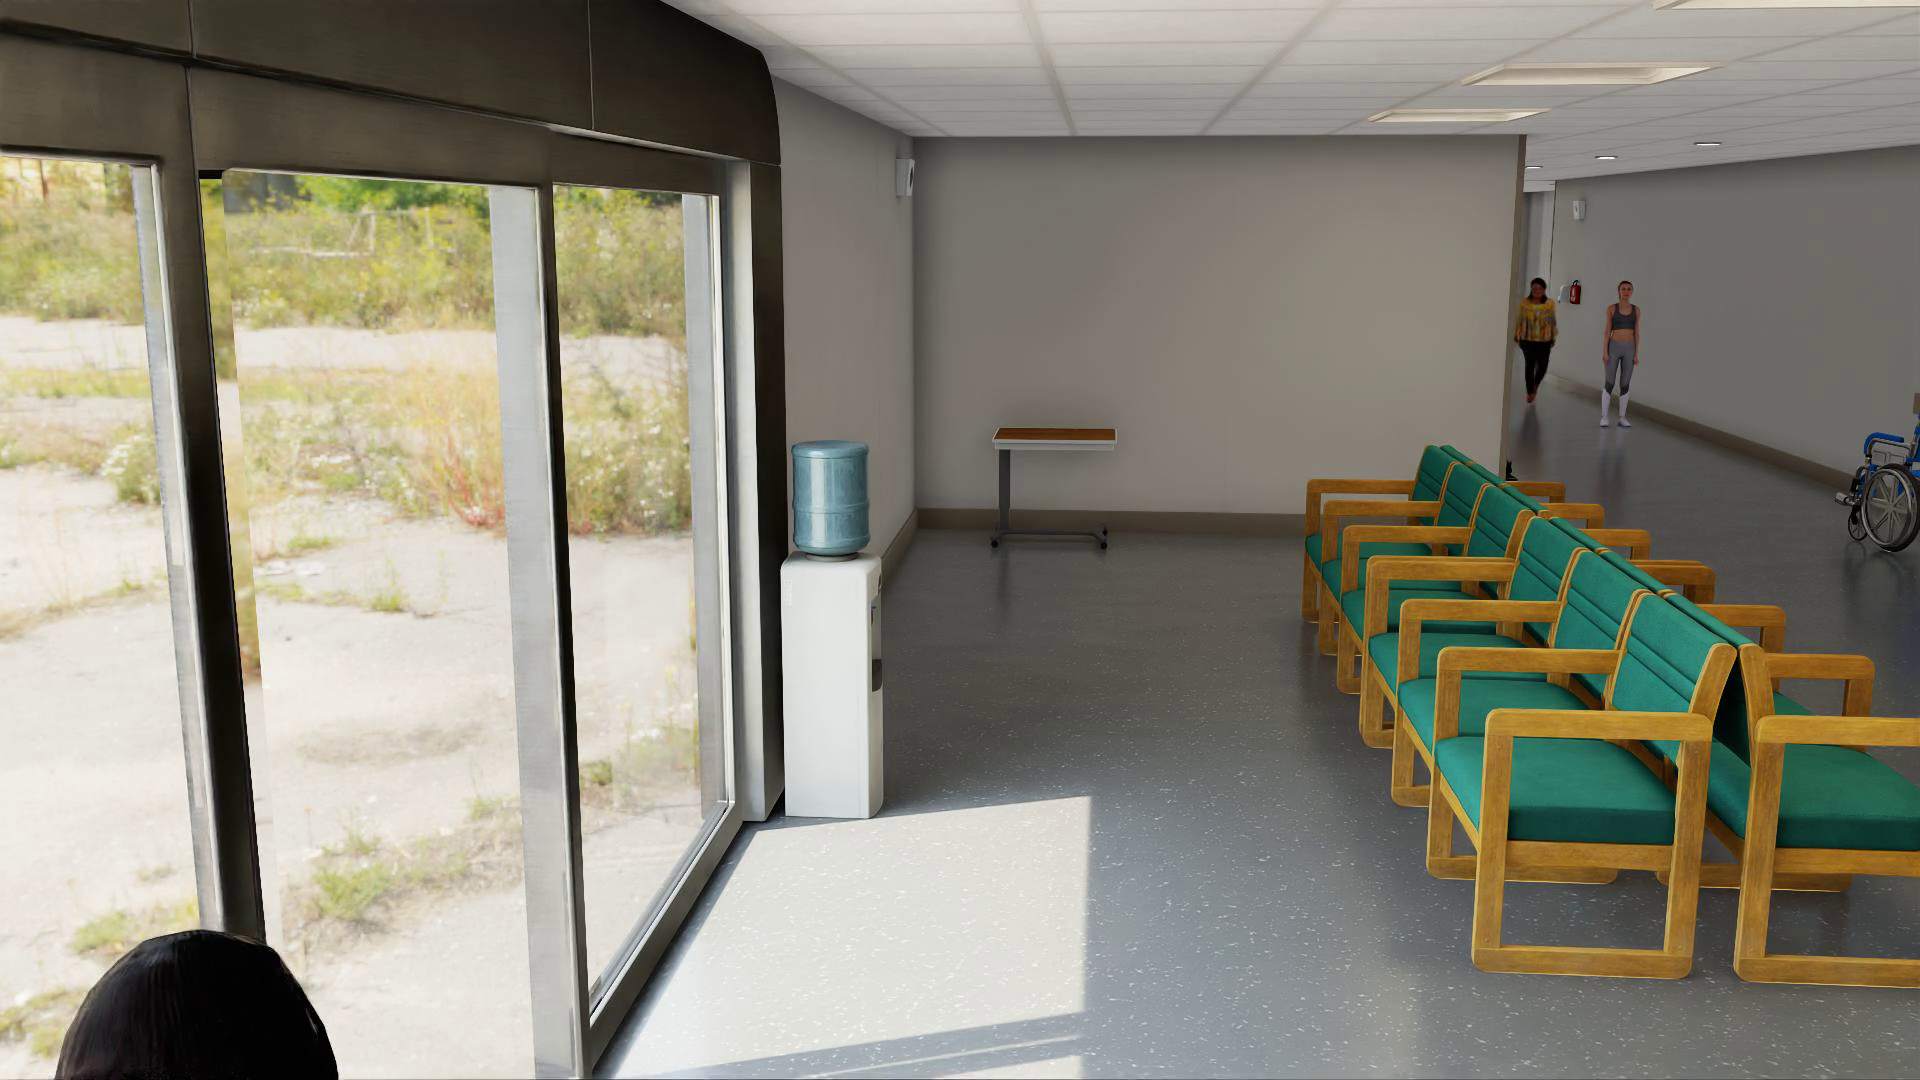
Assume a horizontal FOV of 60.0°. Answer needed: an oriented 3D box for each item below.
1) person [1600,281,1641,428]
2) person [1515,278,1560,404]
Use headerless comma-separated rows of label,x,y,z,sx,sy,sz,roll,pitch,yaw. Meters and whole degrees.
person,7.735,-2.182,19.487,0.477,1.703,0.609,1,11,6
person,7.685,-2.656,22.172,0.942,1.634,0.834,2,11,12
